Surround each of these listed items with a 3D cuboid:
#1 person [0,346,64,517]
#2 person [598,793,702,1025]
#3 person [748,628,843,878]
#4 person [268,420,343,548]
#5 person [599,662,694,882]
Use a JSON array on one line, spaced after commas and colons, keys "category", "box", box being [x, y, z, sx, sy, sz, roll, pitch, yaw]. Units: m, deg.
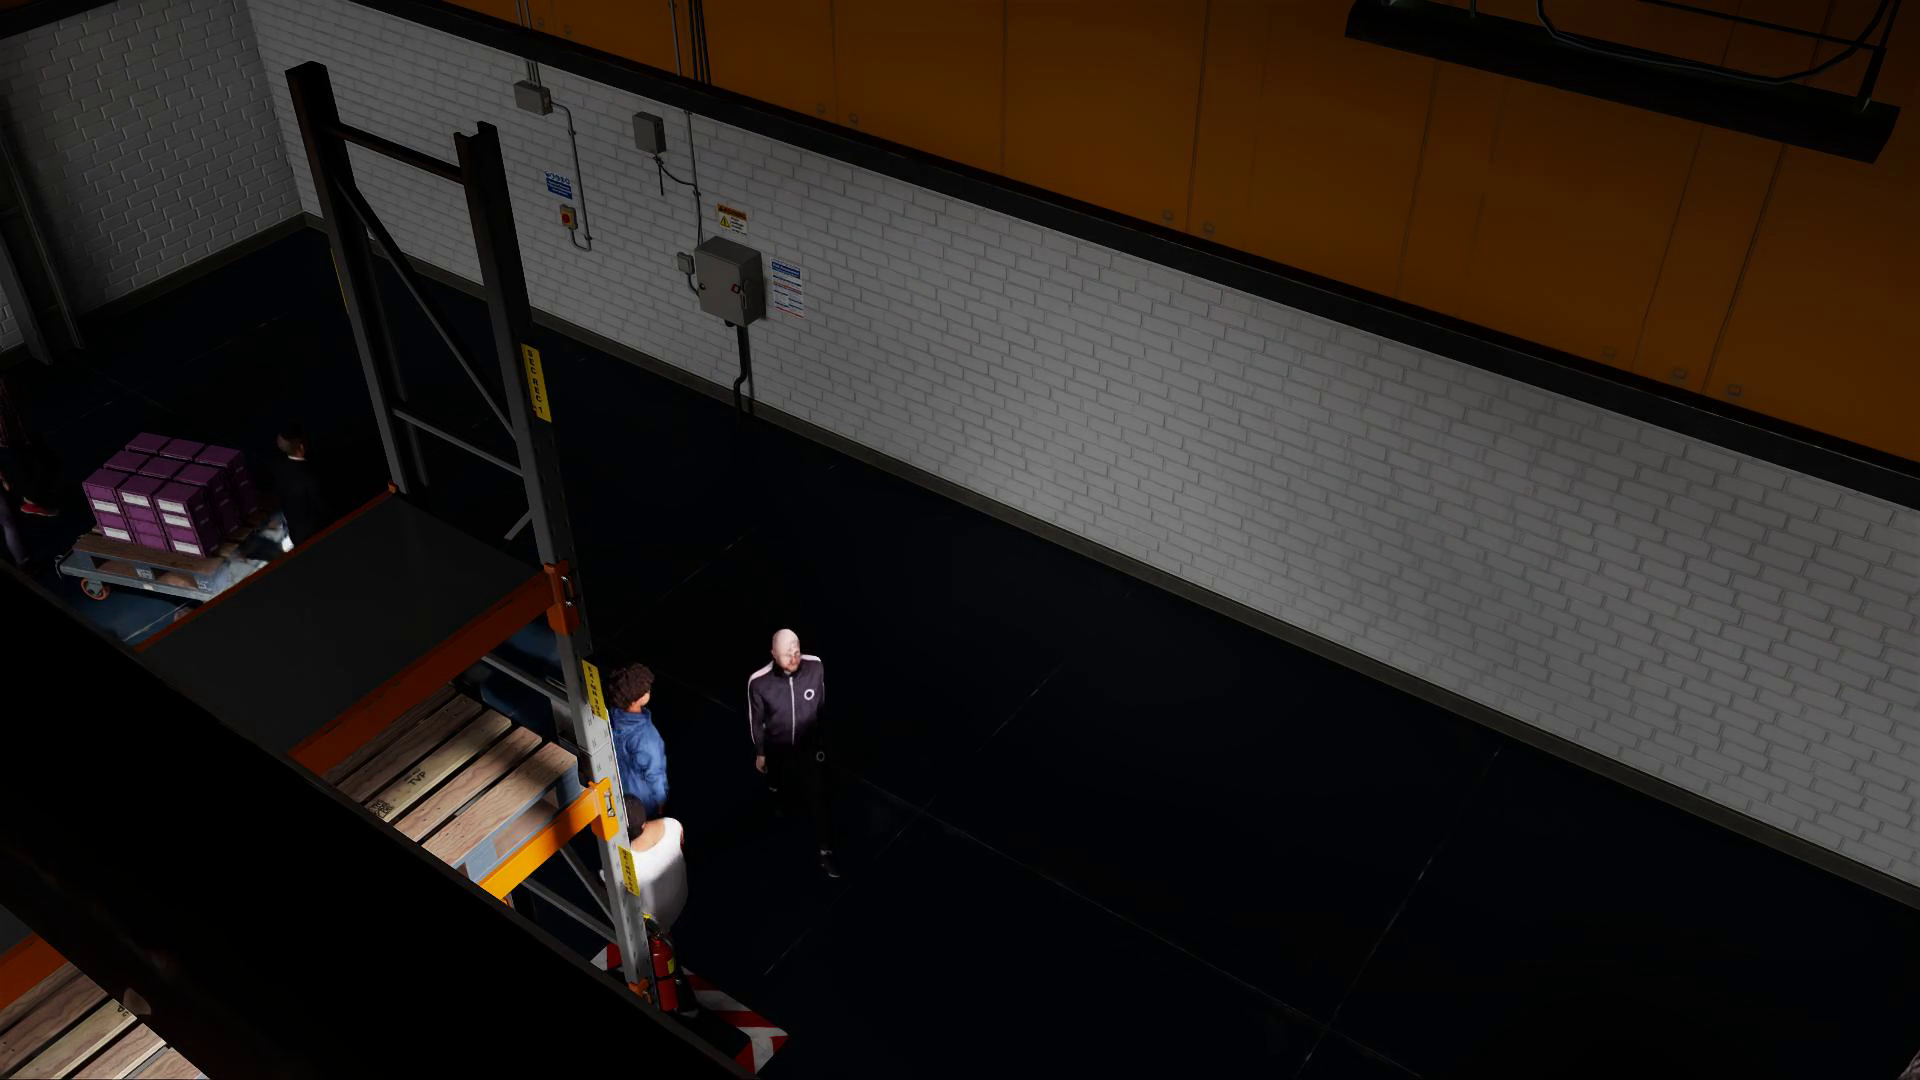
[{"category": "person", "box": [-7.567, -0.864, 13.231, 0.765, 1.752, 0.628, 20, 43, 23]}, {"category": "person", "box": [-1.747, 2.129, 9.566, 0.694, 1.649, 0.975, 25, 45, 28]}, {"category": "person", "box": [-1.126, 1.216, 10.609, 1.245, 1.774, 1.216, -11, 40, -14]}, {"category": "person", "box": [-4.732, -0.010, 12.012, 0.694, 1.939, 0.869, 24, 44, 27]}, {"category": "person", "box": [-2.015, 1.522, 10.214, 1.008, 1.788, 0.887, -19, 42, -22]}]
